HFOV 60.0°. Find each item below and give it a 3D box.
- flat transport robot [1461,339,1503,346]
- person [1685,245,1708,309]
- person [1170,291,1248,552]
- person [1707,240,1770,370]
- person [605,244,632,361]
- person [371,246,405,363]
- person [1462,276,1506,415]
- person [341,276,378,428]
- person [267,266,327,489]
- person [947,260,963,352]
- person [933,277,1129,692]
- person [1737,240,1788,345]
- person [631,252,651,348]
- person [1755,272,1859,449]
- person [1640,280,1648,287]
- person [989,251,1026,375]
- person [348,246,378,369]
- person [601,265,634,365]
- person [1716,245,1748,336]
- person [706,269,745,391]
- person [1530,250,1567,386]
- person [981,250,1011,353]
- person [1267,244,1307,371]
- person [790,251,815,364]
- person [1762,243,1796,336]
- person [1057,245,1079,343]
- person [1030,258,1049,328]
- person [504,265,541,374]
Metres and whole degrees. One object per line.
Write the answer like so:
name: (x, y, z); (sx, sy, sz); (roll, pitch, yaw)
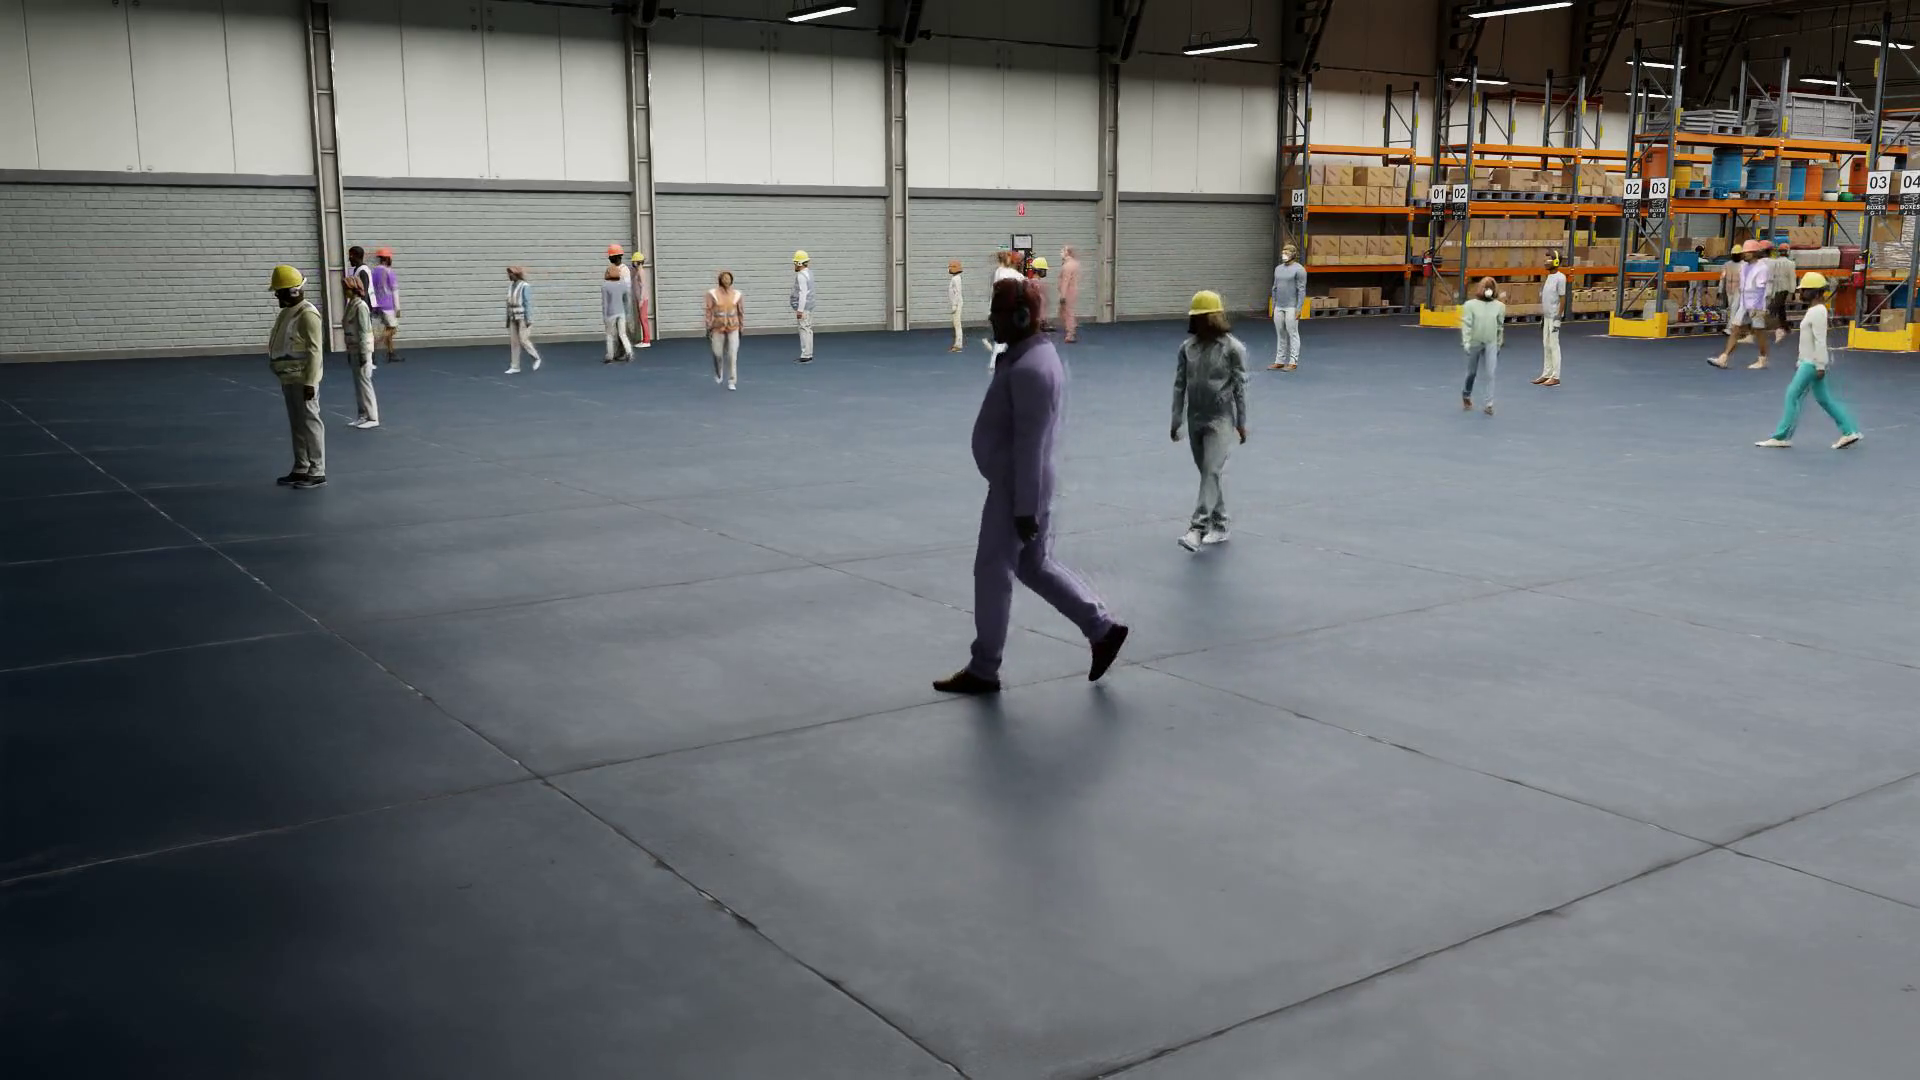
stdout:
flat transport robot: (9.832, -3.775, 31.307); (0.652, 0.197, 1.431); (4, 11, 21)
person: (16.799, -5.780, 37.916); (0.319, 1.870, 0.521); (-8, 13, -38)
person: (1.582, -0.768, 10.899); (0.490, 1.696, 0.884); (8, 13, 39)
person: (12.117, -3.609, 25.655); (1.025, 1.989, 0.636); (-3, 11, -16)
person: (-5.665, -3.939, 27.645); (0.376, 1.934, 0.547); (-7, 13, -34)
person: (-9.356, -3.799, 26.935); (0.544, 1.915, 0.697); (8, 13, 38)
person: (6.108, -2.287, 19.500); (0.497, 1.603, 0.773); (1, 10, 5)
person: (-6.491, -2.027, 17.977); (0.314, 1.639, 0.516); (-7, 12, -33)
person: (-5.444, -1.332, 13.660); (0.403, 1.822, 0.588); (-9, 14, -41)
person: (-0.089, -4.192, 29.853); (0.280, 1.634, 0.499); (0, 10, -2)
person: (0.324, -0.236, 7.477); (0.820, 1.883, 0.644); (1, 10, 8)
person: (15.364, -4.707, 31.677); (0.610, 2.013, 0.963); (-8, 13, -37)
person: (-5.956, -4.457, 30.947); (0.326, 1.767, 0.533); (-3, 11, -14)
person: (8.331, -1.736, 16.156); (0.891, 1.724, 0.537); (5, 11, 24)
person: (18.737, -7.152, 45.235); (0.347, 1.942, 0.549); (-7, 12, -34)
person: (0.804, -3.414, 25.058); (0.991, 1.824, 0.642); (-7, 12, -33)
person: (-9.311, -3.627, 25.993); (0.381, 1.916, 0.598); (-5, 12, -27)
person: (-5.551, -3.633, 26.867); (0.505, 1.611, 0.707); (-9, 14, -41)
person: (16.075, -5.174, 34.559); (0.992, 1.876, 0.593); (-7, 13, -35)
person: (-3.167, -2.840, 22.459); (0.529, 1.621, 0.536); (-2, 10, -9)
person: (8.191, -3.072, 23.062); (0.326, 1.874, 0.519); (-1, 10, -5)
person: (0.670, -4.106, 28.865); (0.489, 1.822, 0.555); (-2, 10, -8)
person: (5.024, -3.560, 25.555); (0.367, 1.940, 0.634); (-7, 13, -35)
person: (-2.567, -3.787, 27.091); (0.404, 1.830, 0.602); (1, 10, 7)
person: (17.018, -5.194, 34.539); (1.059, 1.943, 0.645); (-5, 11, -24)
person: (2.049, -4.759, 32.246); (0.462, 1.889, 0.677); (2, 11, 13)
person: (1.119, -3.190, 24.029); (0.340, 1.757, 0.519); (-4, 11, -20)
person: (-6.638, -3.317, 25.060); (0.564, 1.629, 0.466); (9, 13, 40)
